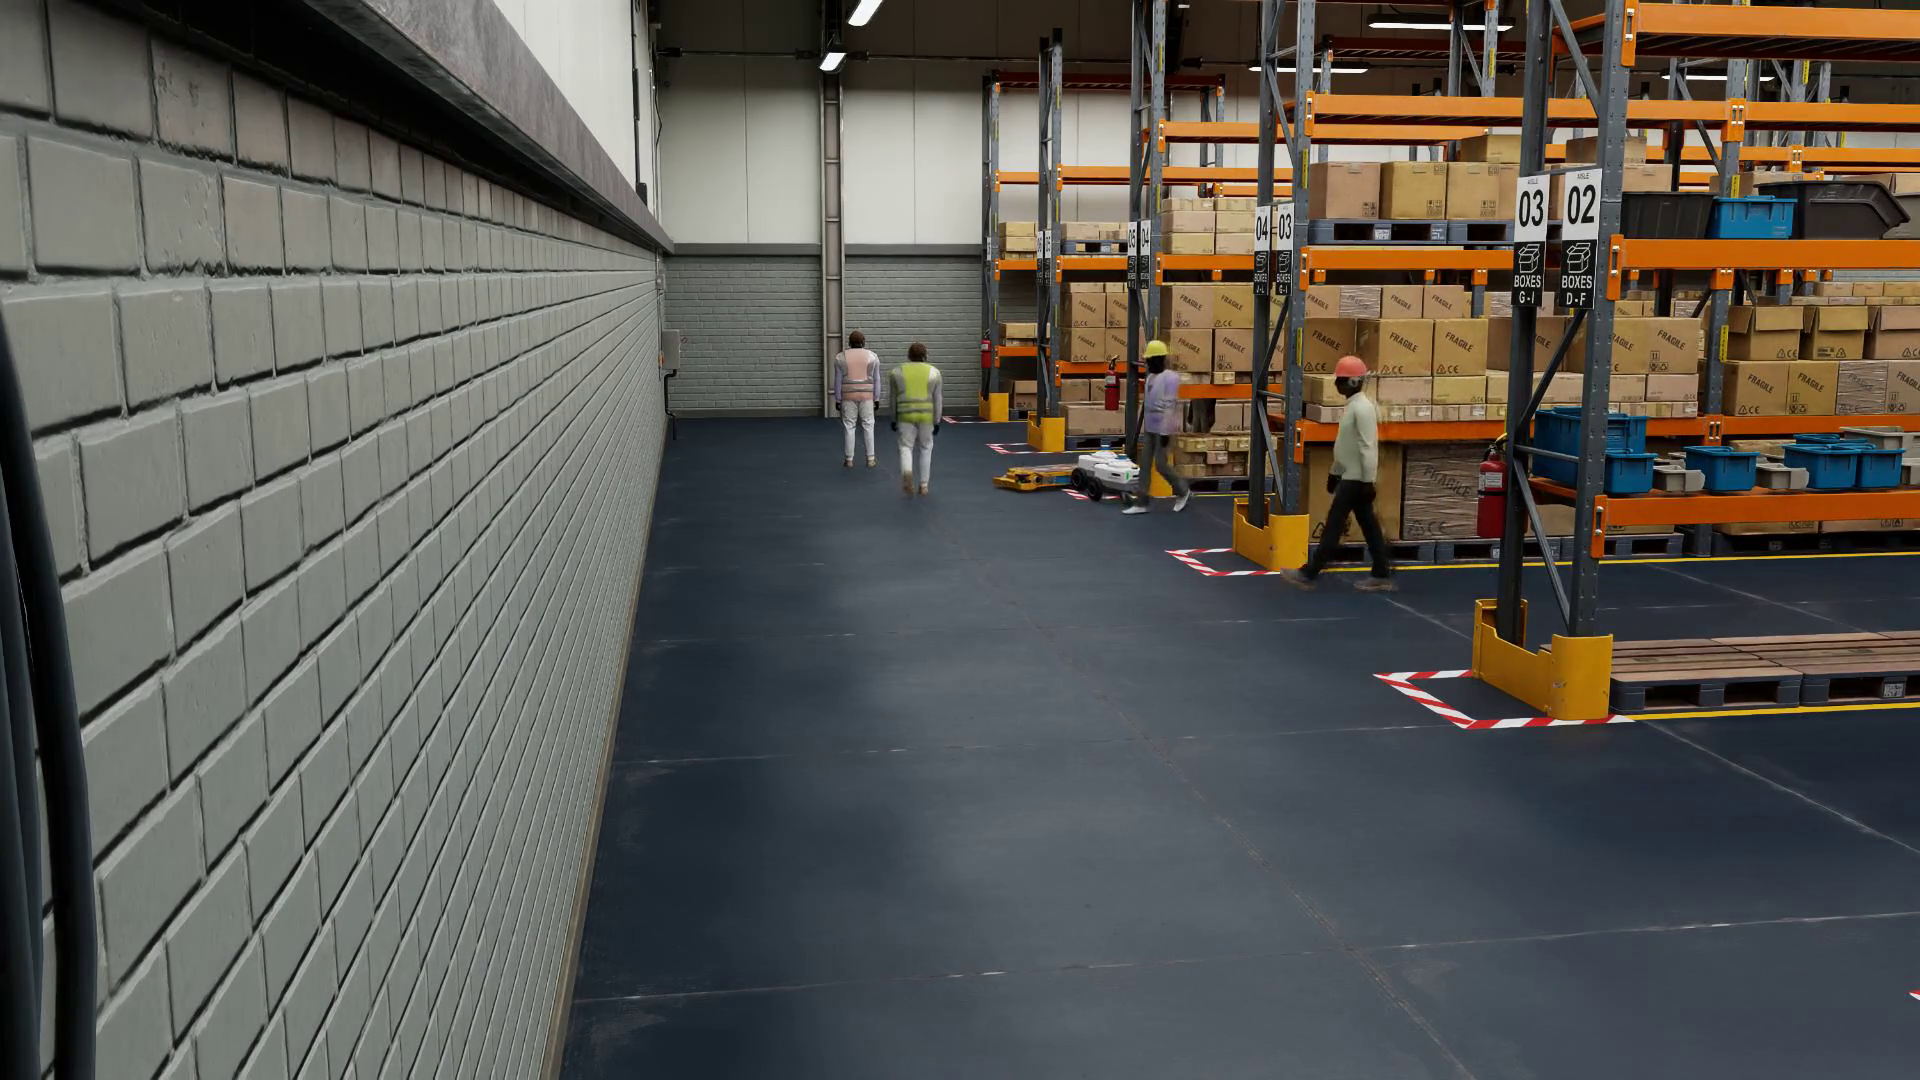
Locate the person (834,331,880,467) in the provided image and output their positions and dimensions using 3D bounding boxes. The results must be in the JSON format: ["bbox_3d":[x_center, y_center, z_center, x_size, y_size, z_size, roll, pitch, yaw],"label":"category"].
[{"bbox_3d":[-1.395,-1.907,22.527,0.625,1.843,0.430,-1,9,-7],"label":"person"}]

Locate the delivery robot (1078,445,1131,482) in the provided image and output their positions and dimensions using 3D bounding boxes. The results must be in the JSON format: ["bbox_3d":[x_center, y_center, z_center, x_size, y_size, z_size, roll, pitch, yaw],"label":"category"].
[{"bbox_3d":[1.736,-0.892,19.933,0.477,0.478,0.707,-6,11,-32],"label":"delivery robot"}]

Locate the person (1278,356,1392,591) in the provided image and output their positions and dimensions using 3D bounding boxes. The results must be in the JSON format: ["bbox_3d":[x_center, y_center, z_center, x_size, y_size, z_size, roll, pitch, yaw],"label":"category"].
[{"bbox_3d":[3.135,-0.536,13.723,1.000,1.942,0.658,1,9,6],"label":"person"}]

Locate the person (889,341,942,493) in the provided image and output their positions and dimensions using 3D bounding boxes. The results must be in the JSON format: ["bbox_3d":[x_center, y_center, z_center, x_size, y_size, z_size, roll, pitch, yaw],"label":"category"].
[{"bbox_3d":[-0.519,-1.430,19.639,0.635,1.826,0.603,0,9,-2],"label":"person"}]

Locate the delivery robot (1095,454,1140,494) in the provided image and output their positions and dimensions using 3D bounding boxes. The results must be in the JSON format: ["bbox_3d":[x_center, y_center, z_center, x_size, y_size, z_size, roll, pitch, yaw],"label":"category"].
[{"bbox_3d":[1.846,-0.740,18.991,0.477,0.478,0.707,-5,11,-29],"label":"delivery robot"}]

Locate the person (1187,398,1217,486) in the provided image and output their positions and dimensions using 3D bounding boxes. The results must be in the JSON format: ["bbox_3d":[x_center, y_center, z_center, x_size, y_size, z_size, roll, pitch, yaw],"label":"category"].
[{"bbox_3d":[2.978,-1.593,20.544,0.333,1.860,0.510,-5,10,-26],"label":"person"}]

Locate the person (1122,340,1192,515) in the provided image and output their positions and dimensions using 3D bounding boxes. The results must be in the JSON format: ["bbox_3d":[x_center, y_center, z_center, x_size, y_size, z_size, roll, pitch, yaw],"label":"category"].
[{"bbox_3d":[2.159,-1.217,18.056,0.733,1.904,0.614,-4,10,-25],"label":"person"}]

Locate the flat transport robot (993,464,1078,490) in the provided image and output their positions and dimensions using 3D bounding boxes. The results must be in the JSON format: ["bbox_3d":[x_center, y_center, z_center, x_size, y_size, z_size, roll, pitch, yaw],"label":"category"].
[{"bbox_3d":[1.182,-0.789,20.458,1.431,0.197,0.652,-5,11,-29],"label":"flat transport robot"}]
